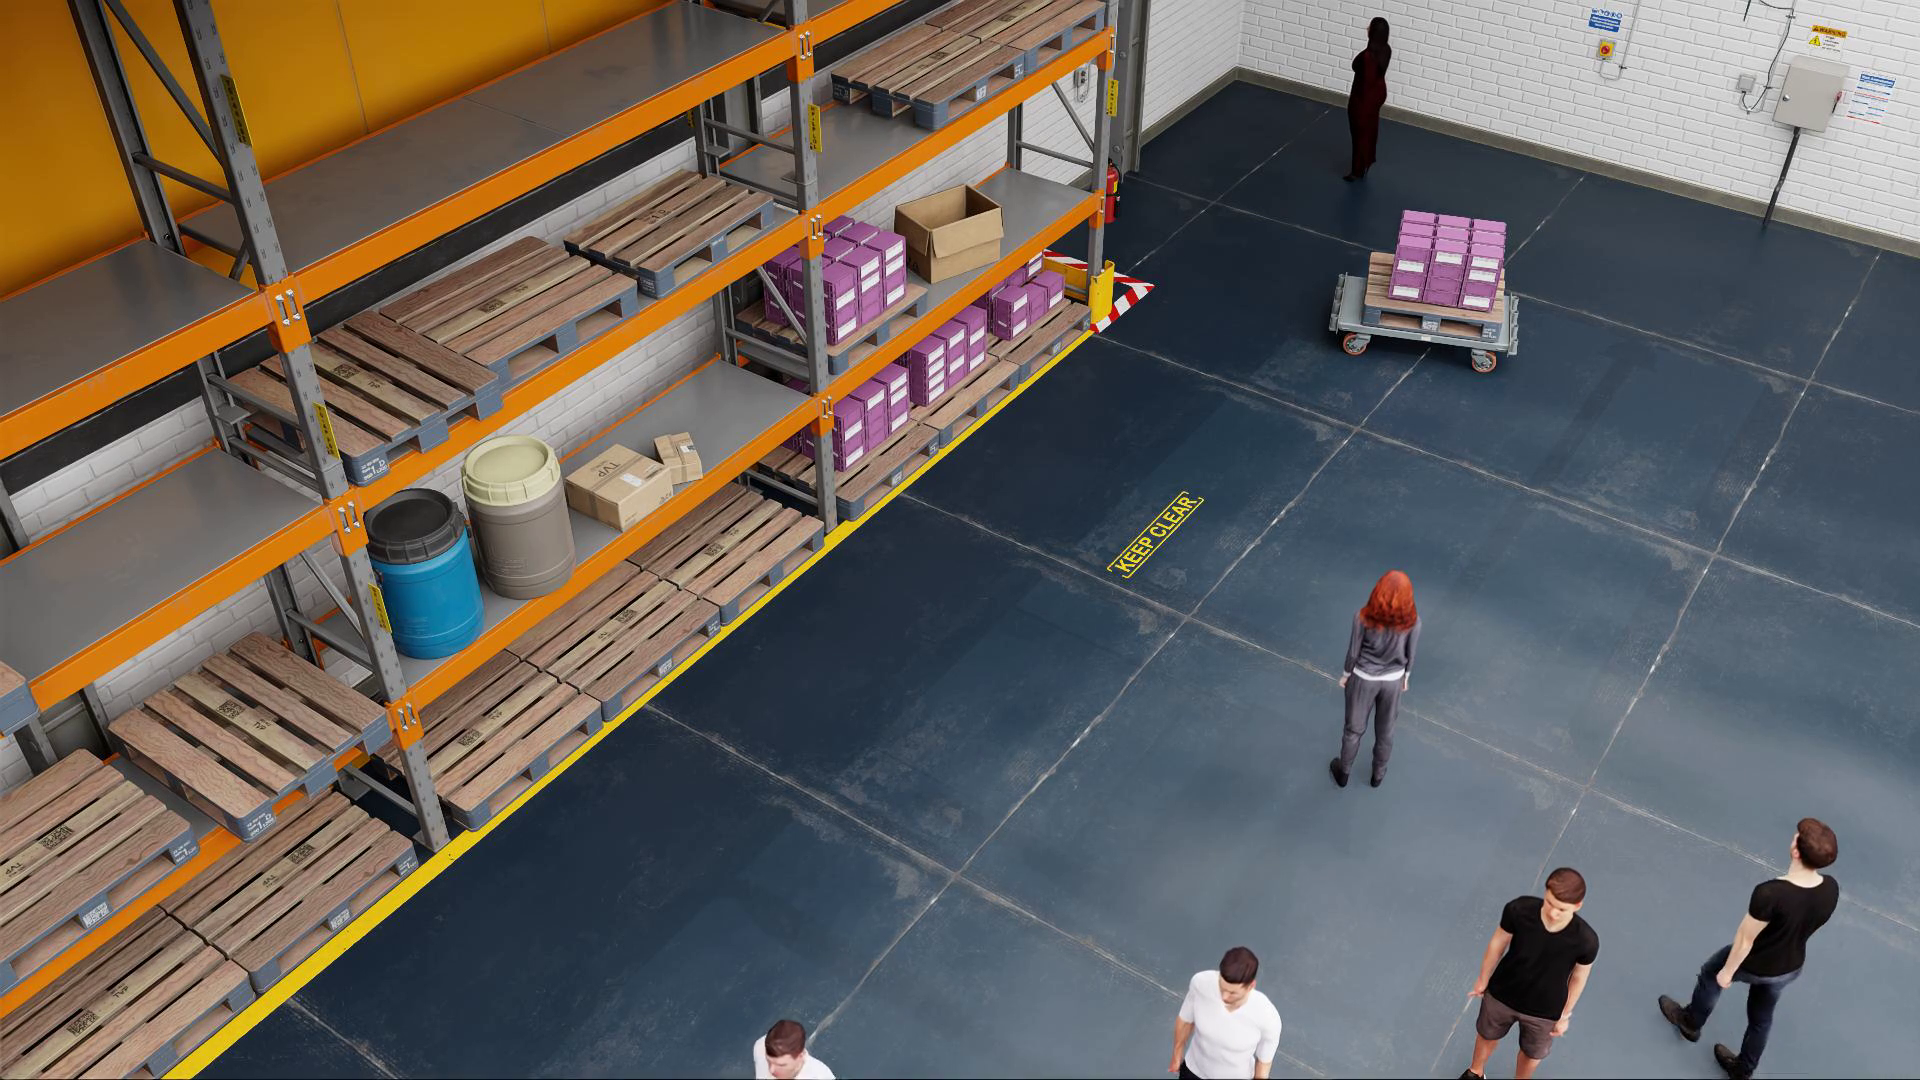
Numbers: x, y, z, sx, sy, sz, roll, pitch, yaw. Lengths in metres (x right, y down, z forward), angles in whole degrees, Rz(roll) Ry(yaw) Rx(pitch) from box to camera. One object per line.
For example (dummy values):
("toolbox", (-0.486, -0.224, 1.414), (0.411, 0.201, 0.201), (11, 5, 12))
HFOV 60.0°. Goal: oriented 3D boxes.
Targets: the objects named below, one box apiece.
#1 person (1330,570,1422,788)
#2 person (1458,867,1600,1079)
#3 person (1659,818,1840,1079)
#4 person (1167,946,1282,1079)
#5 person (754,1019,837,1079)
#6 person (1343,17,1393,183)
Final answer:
("person", (2.636, 0.892, 10.547), (0.655, 1.779, 0.655), (4, 39, 5))
("person", (2.964, 2.351, 8.654), (0.675, 1.862, 0.588), (21, 43, 24))
("person", (4.277, 2.270, 8.743), (0.981, 1.876, 1.044), (-6, 39, -8))
("person", (1.297, 2.636, 8.301), (0.650, 1.855, 0.541), (24, 44, 27))
("person", (-0.730, 2.828, 8.078), (0.696, 1.835, 0.691), (22, 44, 25))
("person", (4.301, -4.633, 17.482), (0.730, 1.757, 0.551), (20, 43, 23))
